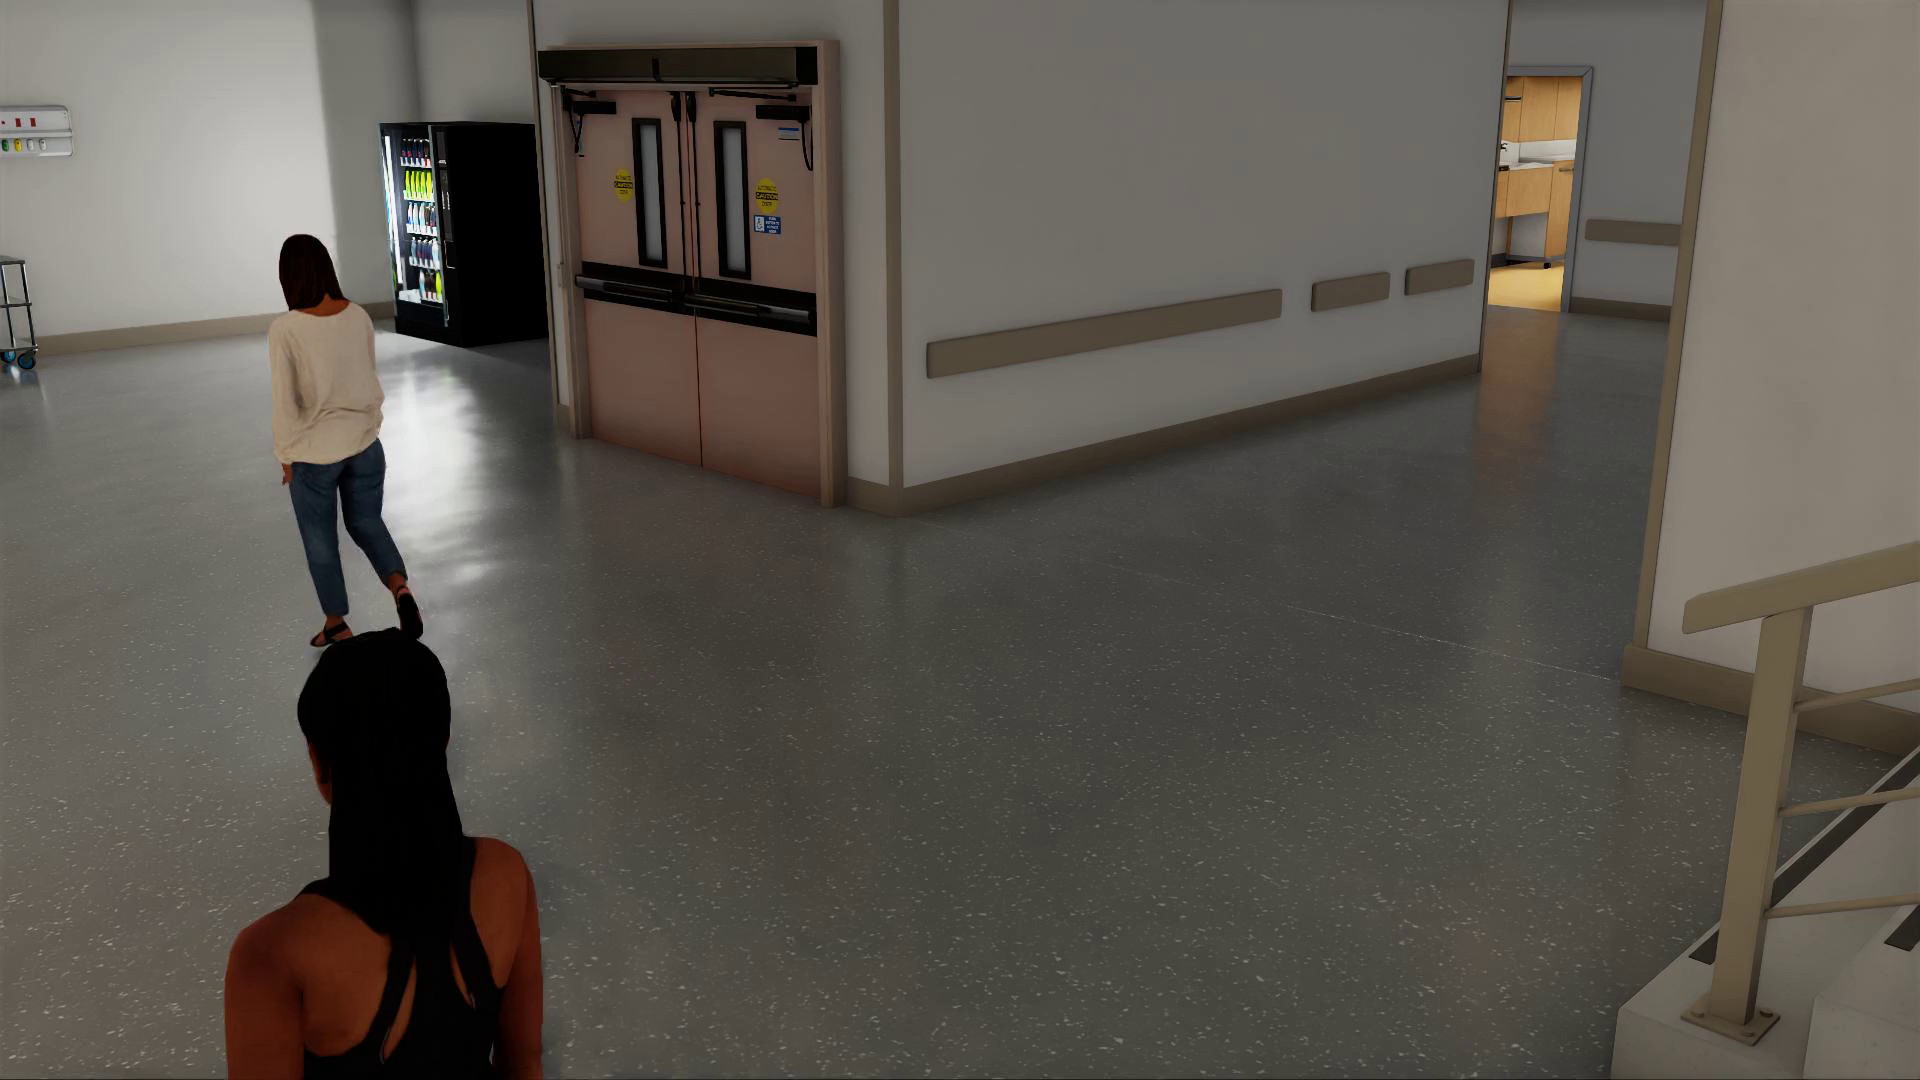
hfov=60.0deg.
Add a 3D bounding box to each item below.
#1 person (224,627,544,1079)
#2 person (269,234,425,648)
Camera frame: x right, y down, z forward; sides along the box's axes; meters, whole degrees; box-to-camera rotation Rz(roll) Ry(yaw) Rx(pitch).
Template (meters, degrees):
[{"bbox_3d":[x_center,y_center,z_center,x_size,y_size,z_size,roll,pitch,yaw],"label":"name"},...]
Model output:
[{"bbox_3d":[-0.628,0.911,2.046,0.787,1.657,0.671,11,19,33],"label":"person"},{"bbox_3d":[-2.376,-0.331,6.443,0.859,1.663,0.638,14,21,40],"label":"person"}]
